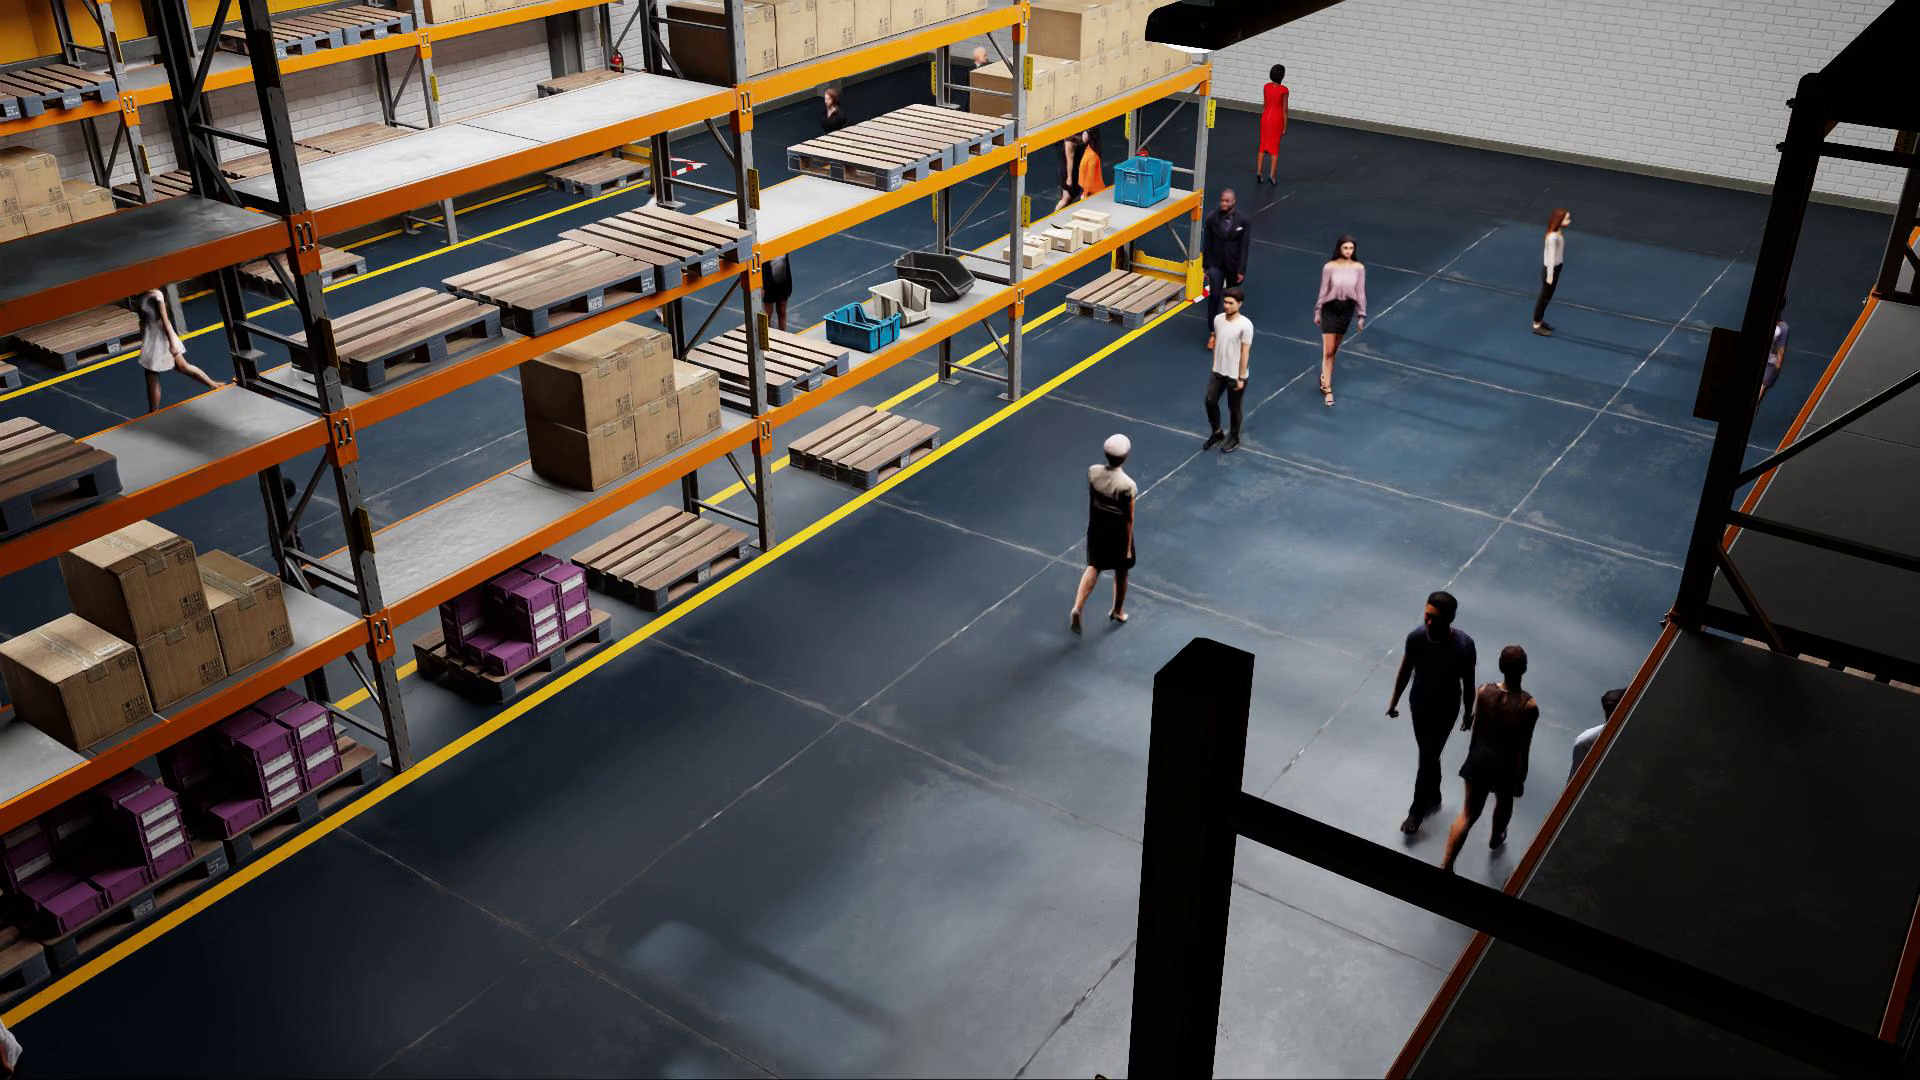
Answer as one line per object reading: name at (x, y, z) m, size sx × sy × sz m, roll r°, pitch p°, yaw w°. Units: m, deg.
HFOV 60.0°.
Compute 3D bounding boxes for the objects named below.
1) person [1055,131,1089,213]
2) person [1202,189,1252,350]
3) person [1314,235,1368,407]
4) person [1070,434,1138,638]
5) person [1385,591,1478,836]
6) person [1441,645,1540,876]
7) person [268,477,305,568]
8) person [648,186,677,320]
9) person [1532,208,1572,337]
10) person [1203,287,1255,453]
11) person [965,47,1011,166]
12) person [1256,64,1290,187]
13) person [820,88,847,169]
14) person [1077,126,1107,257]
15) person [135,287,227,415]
person at (1.439, -4.797, 22.033) m, size 0.942 × 1.679 × 0.994 m, roll 5°, pitch 29°, yaw 10°
person at (3.026, -3.105, 18.814) m, size 0.946 × 1.792 × 1.194 m, roll 6°, pitch 29°, yaw 11°
person at (3.929, -2.350, 17.442) m, size 0.980 × 1.779 × 1.091 m, roll 0°, pitch 29°, yaw 0°
person at (1.125, -0.003, 13.187) m, size 0.647 × 1.734 × 0.963 m, roll 21°, pitch 35°, yaw 33°
person at (3.237, 1.085, 11.161) m, size 0.882 × 1.765 × 0.775 m, roll -24°, pitch 37°, yaw -37°
person at (3.364, 1.475, 10.585) m, size 0.647 × 1.632 × 1.094 m, roll 22°, pitch 36°, yaw 35°
person at (-5.484, 0.067, 13.565) m, size 0.491 × 1.250 × 0.512 m, roll 17°, pitch 33°, yaw 29°
person at (-3.488, -3.433, 19.451) m, size 0.670 × 1.757 × 0.530 m, roll 15°, pitch 32°, yaw 25°
person at (6.787, -3.095, 19.116) m, size 0.632 × 1.485 × 0.462 m, roll 14°, pitch 32°, yaw 24°
person at (2.701, -1.687, 16.305) m, size 0.665 × 1.705 × 0.651 m, roll 23°, pitch 36°, yaw 36°
person at (0.171, -6.490, 25.054) m, size 0.939 × 1.758 × 1.211 m, roll 11°, pitch 30°, yaw 19°
person at (4.555, -6.065, 24.292) m, size 0.551 × 1.743 × 0.490 m, roll 19°, pitch 34°, yaw 30°
person at (-1.689, -5.504, 23.336) m, size 0.593 × 1.673 × 0.914 m, roll 19°, pitch 34°, yaw 31°
person at (1.791, -4.473, 21.385) m, size 0.901 × 1.732 × 0.848 m, roll -3°, pitch 29°, yaw -6°
person at (-7.994, -1.993, 16.835) m, size 0.724 × 1.736 × 1.217 m, roll 25°, pitch 37°, yaw 38°
